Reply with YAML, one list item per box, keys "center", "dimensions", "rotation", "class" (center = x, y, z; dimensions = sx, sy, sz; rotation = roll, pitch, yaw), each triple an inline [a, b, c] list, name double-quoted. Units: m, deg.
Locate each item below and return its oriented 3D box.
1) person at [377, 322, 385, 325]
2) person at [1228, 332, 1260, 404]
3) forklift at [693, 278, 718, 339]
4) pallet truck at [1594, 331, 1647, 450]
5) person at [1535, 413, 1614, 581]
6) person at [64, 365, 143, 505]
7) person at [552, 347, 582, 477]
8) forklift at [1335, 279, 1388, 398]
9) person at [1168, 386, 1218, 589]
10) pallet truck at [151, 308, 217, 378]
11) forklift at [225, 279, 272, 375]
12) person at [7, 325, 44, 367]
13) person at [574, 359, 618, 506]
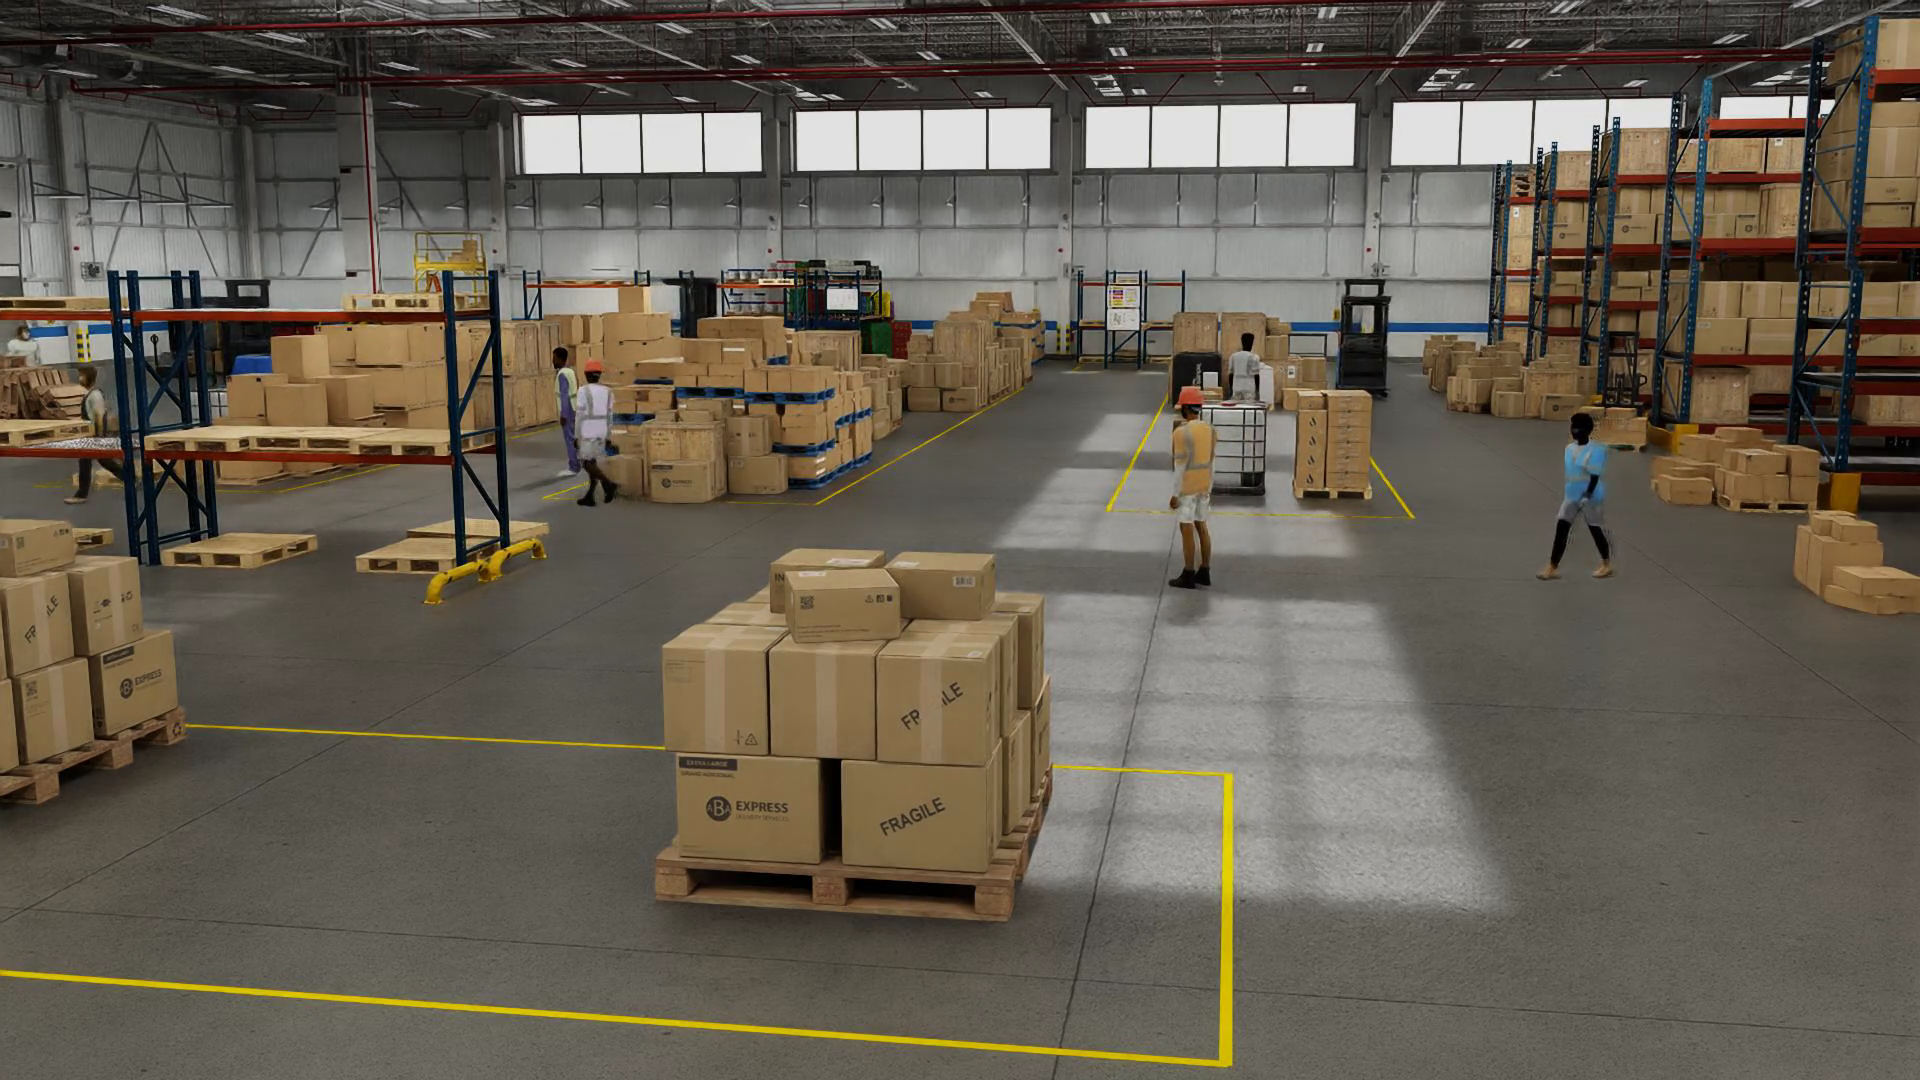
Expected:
- center: [-15.515, -5.141, 44.836]
  dimensions: [0.589, 1.837, 0.952]
  rotation: [5, 11, 29]
  class: "person"
- center: [4.958, -2.627, 28.925]
  dimensions: [0.613, 1.963, 0.362]
  rotation: [8, 12, 41]
  class: "person"
- center: [-6.855, -5.708, 45.116]
  dimensions: [1.873, 2.768, 1.129]
  rotation: [3, 10, 15]
  class: "forklift"
- center: [11.253, -2.573, 28.499]
  dimensions: [0.823, 1.965, 1.885]
  rotation: [5, 10, 27]
  class: "pallet truck"
- center: [6.104, -0.423, 16.298]
  dimensions: [0.857, 1.652, 0.535]
  rotation: [-5, 10, -27]
  class: "person"
- center: [-11.238, -1.384, 21.722]
  dimensions: [0.903, 1.817, 0.515]
  rotation: [-5, 10, -28]
  class: "person"
- center: [-5.800, -1.892, 24.596]
  dimensions: [0.409, 1.906, 0.591]
  rotation: [-1, 9, -5]
  class: "person"
- center: [9.678, -4.875, 39.981]
  dimensions: [1.129, 2.768, 1.873]
  rotation: [1, 9, 9]
  class: "forklift"
- center: [2.203, -0.505, 15.928]
  dimensions: [0.551, 1.934, 0.373]
  rotation: [-8, 12, -40]
  class: "person"
- center: [-21.869, -5.598, 47.154]
  dimensions: [0.823, 1.965, 1.885]
  rotation: [4, 10, 26]
  class: "pallet truck"
- center: [-16.303, -4.603, 38.304]
  dimensions: [1.873, 2.768, 1.129]
  rotation: [7, 11, 36]
  class: "forklift"
- center: [-19.047, -3.423, 33.956]
  dimensions: [0.434, 1.927, 0.657]
  rotation: [8, 12, 41]
  class: "person"
- center: [-4.631, -1.359, 21.289]
  dimensions: [0.664, 1.907, 0.584]
  rotation: [7, 11, 36]
  class: "person"
